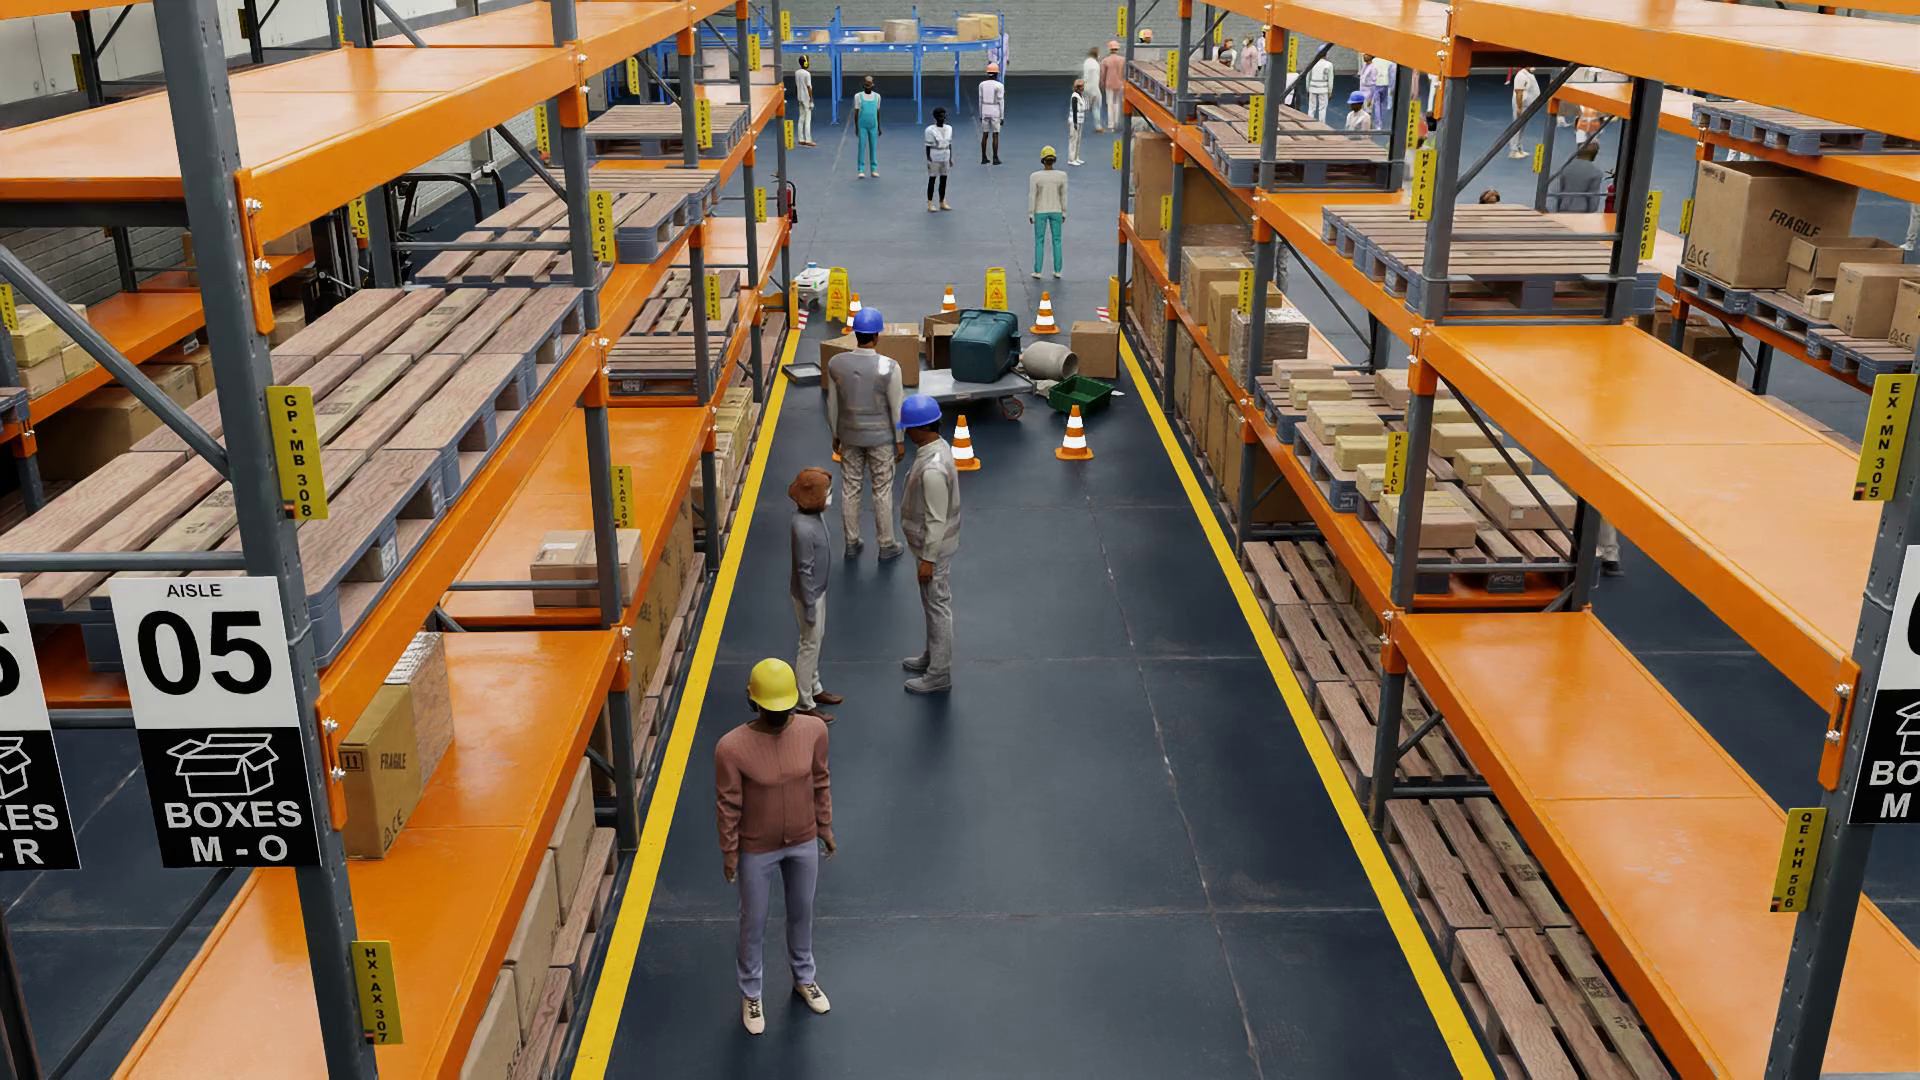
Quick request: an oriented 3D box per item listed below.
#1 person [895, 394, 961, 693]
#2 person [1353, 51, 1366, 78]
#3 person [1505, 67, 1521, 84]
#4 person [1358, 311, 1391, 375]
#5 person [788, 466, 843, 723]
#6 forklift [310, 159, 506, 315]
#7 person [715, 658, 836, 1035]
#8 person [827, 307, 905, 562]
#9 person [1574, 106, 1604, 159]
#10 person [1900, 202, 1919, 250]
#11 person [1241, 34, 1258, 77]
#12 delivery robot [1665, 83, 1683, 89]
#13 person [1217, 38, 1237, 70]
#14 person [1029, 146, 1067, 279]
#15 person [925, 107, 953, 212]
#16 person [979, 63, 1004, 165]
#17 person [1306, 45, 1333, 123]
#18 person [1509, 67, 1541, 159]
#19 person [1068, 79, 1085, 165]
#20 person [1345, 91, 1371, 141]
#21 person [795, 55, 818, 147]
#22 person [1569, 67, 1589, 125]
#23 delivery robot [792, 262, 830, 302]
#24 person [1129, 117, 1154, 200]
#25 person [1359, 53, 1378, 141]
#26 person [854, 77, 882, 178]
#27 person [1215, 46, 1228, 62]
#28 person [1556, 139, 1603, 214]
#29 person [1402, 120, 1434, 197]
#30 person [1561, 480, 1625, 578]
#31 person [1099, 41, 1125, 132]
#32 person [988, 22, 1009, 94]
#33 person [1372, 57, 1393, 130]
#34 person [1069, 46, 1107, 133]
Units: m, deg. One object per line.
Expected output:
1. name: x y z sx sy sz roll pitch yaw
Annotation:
1. person: -0.196 0.016 10.453 0.401 1.938 0.603 0 21 -1
2. person: 11.955 -14.648 49.471 0.343 1.749 0.573 -4 21 -11
3. person: 15.905 -13.910 47.506 0.533 1.765 0.329 9 23 23
4. person: 4.450 -2.625 17.671 0.305 1.772 0.527 -3 21 -8
5. person: -0.888 0.325 10.076 0.288 1.626 0.508 1 21 2
6. forklift: -5.622 -2.910 17.832 2.313 2.155 1.214 -1 21 -1
7. person: -0.788 1.320 7.249 0.534 1.766 0.318 -11 23 -26
8. person: -0.697 -0.794 12.580 0.610 1.946 0.405 7 22 17
9. person: 11.830 -7.752 31.343 0.533 1.679 0.670 6 22 17
10. person: 14.087 -5.095 24.250 0.486 1.738 0.320 0 21 1
11. person: 6.929 -11.204 40.112 0.373 1.940 0.629 -6 22 -16
12. delivery robot: 19.656 -12.641 45.703 0.477 0.478 0.707 -8 22 -21
13. person: 6.438 -11.254 40.389 0.564 1.836 0.387 -11 23 -27
14. person: 1.180 -4.407 22.398 0.528 1.759 0.340 -4 21 -10
15. person: -0.342 -6.268 27.399 0.540 1.695 0.317 -15 25 -34
16. person: 0.629 -8.317 32.495 0.544 1.930 0.388 11 24 28
17. person: 7.915 -9.886 36.614 0.612 1.946 0.405 14 25 33
18. person: 11.365 -8.714 33.386 0.536 2.000 0.672 13 25 31
19. person: 2.287 -8.166 32.514 0.313 1.632 0.520 6 22 16
20. person: 6.527 -6.430 27.501 0.423 1.936 0.608 -7 22 -17
21. person: -3.257 -9.249 35.040 0.328 1.872 0.514 -18 27 -40
22. person: 14.426 -10.474 38.620 0.294 1.623 0.508 11 23 27
23. delivery robot: -1.846 -3.229 20.826 0.477 0.478 0.707 5 21 12
24. person: 3.067 -6.679 28.441 0.491 1.728 0.324 5 21 12
25. person: 8.592 -9.407 35.209 0.364 2.048 0.611 -3 21 -9
26. person: -1.705 -7.660 30.882 0.506 1.839 0.343 -7 22 -17
27. person: 5.698 -9.922 36.772 0.399 1.907 0.598 -5 21 -12
28. person: 8.074 -4.310 21.938 0.769 1.909 0.661 -12 24 -29
29. person: 6.245 -4.827 23.145 0.608 2.026 0.661 -5 21 -14
30. person: 4.720 -0.614 12.316 0.600 1.797 0.857 -1 21 -3
31. person: 3.407 -10.223 37.457 0.646 1.975 0.672 -5 21 -12
32. person: 1.056 -12.999 44.902 0.651 1.904 0.401 -11 23 -26
33. person: 9.514 -10.309 37.866 0.602 1.847 0.925 1 21 2
34. person: 2.881 -9.993 36.948 0.807 1.916 0.640 -7 22 -19
